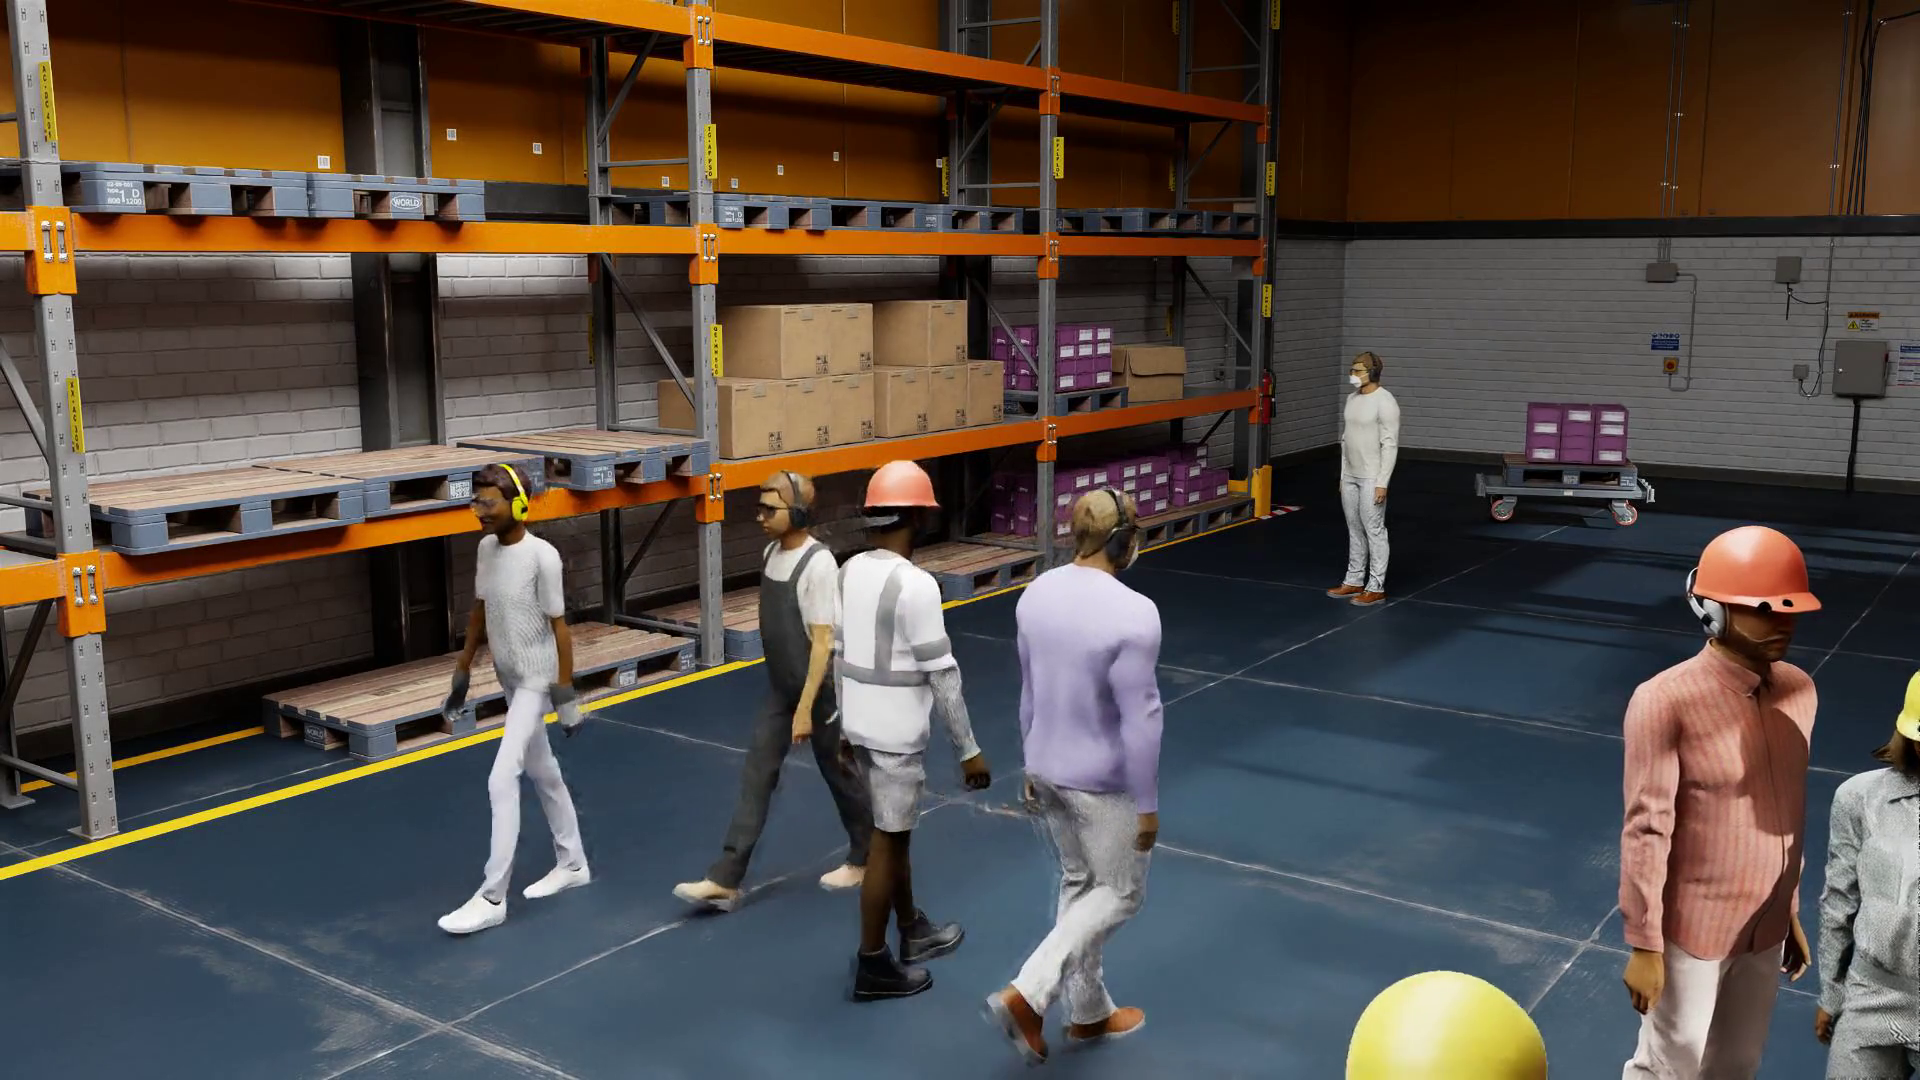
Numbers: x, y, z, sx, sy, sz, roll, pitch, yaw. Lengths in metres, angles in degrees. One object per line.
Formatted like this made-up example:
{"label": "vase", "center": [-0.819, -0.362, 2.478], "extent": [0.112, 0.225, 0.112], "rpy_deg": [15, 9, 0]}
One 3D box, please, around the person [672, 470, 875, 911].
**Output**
{"label": "person", "center": [-0.694, 0.613, 6.719], "extent": [0.953, 1.791, 0.532], "rpy_deg": [-7, 12, -36]}

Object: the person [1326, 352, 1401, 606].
{"label": "person", "center": [3.102, -0.470, 12.745], "extent": [0.369, 1.939, 0.631], "rpy_deg": [-3, 10, -19]}

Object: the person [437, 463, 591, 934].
{"label": "person", "center": [-1.850, 0.610, 6.638], "extent": [0.873, 1.834, 0.541], "rpy_deg": [-8, 13, -41]}

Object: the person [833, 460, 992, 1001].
{"label": "person", "center": [-0.135, 0.679, 5.994], "extent": [0.748, 1.911, 0.588], "rpy_deg": [-6, 11, -31]}

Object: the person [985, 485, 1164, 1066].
{"label": "person", "center": [0.358, 0.780, 5.377], "extent": [0.642, 1.918, 0.644], "rpy_deg": [-7, 12, -36]}

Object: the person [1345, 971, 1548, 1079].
{"label": "person", "center": [0.487, 1.399, 1.798], "extent": [0.584, 1.884, 1.010], "rpy_deg": [5, 11, 29]}

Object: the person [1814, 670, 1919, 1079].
{"label": "person", "center": [2.255, 1.118, 3.889], "extent": [0.487, 1.736, 0.322], "rpy_deg": [7, 12, 37]}

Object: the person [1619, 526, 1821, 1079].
{"label": "person", "center": [1.888, 0.947, 4.135], "extent": [0.622, 1.993, 0.381], "rpy_deg": [-5, 11, -27]}
